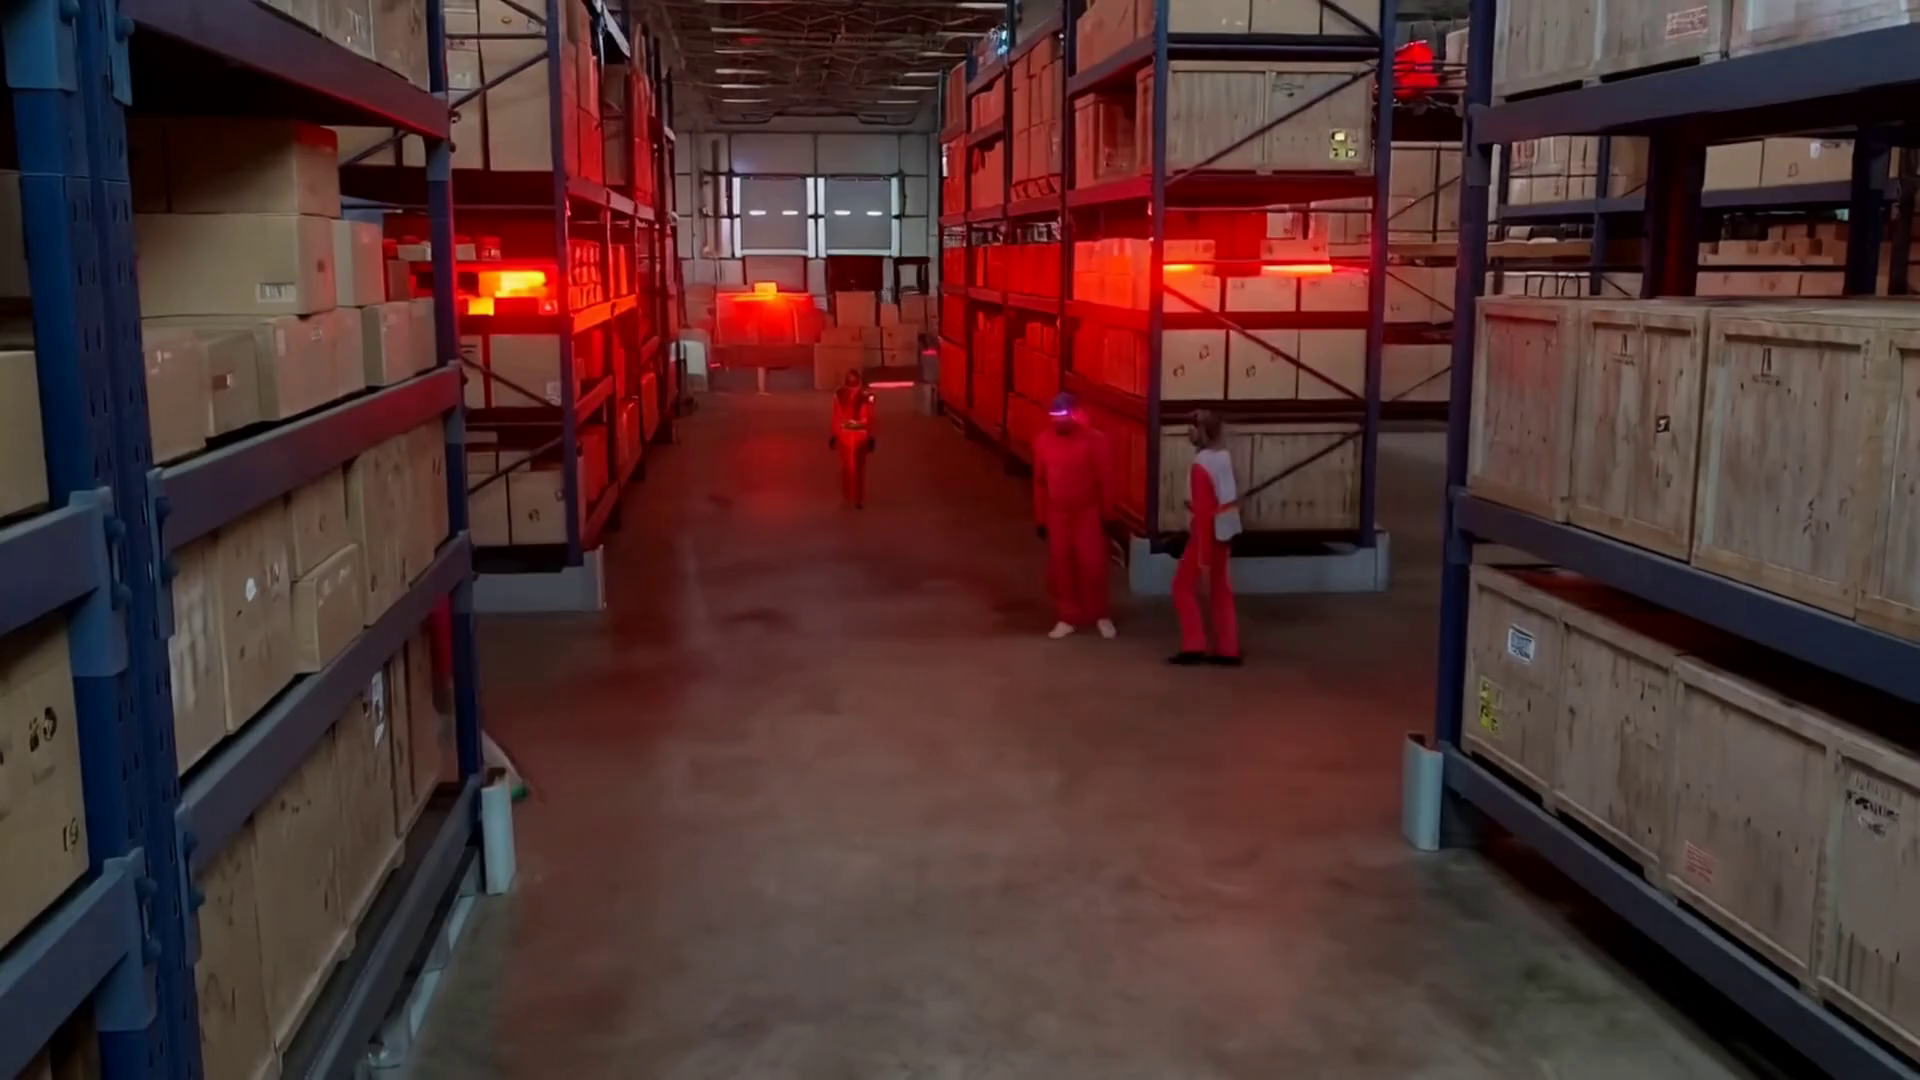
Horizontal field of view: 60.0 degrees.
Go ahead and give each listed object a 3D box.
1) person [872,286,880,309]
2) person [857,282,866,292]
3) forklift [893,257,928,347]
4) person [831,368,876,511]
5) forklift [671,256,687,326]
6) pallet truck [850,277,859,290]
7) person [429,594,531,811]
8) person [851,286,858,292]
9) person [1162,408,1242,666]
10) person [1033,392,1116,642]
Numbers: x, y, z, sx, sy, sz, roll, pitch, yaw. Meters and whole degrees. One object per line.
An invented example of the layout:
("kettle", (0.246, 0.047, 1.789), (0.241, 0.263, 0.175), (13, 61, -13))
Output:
("person", (-3.496, -9.556, 67.900), (0.548, 1.592, 0.837), (10, 14, 44))
("person", (-3.628, -8.745, 62.495), (0.824, 1.856, 0.588), (-8, 13, -39))
("forklift", (-1.587, -7.450, 51.935), (1.129, 2.768, 1.873), (-2, 10, -14))
("person", (-1.210, -1.144, 18.873), (0.533, 1.622, 0.368), (1, 10, 7))
("forklift", (-10.432, -8.868, 60.195), (1.873, 2.768, 1.129), (9, 13, 43))
("pallet truck", (-3.782, -9.391, 65.808), (1.885, 1.965, 0.823), (2, 10, 10))
("person", (-2.610, 0.677, 8.356), (0.836, 1.598, 0.494), (-1, 10, -8))
("person", (-3.455, -7.305, 54.012), (0.631, 1.888, 1.040), (-4, 10, -21))
("person", (1.682, -0.009, 11.693), (0.649, 1.825, 0.566), (5, 11, 29))
("person", (0.851, -0.170, 12.448), (0.672, 1.888, 0.427), (5, 11, 27))
